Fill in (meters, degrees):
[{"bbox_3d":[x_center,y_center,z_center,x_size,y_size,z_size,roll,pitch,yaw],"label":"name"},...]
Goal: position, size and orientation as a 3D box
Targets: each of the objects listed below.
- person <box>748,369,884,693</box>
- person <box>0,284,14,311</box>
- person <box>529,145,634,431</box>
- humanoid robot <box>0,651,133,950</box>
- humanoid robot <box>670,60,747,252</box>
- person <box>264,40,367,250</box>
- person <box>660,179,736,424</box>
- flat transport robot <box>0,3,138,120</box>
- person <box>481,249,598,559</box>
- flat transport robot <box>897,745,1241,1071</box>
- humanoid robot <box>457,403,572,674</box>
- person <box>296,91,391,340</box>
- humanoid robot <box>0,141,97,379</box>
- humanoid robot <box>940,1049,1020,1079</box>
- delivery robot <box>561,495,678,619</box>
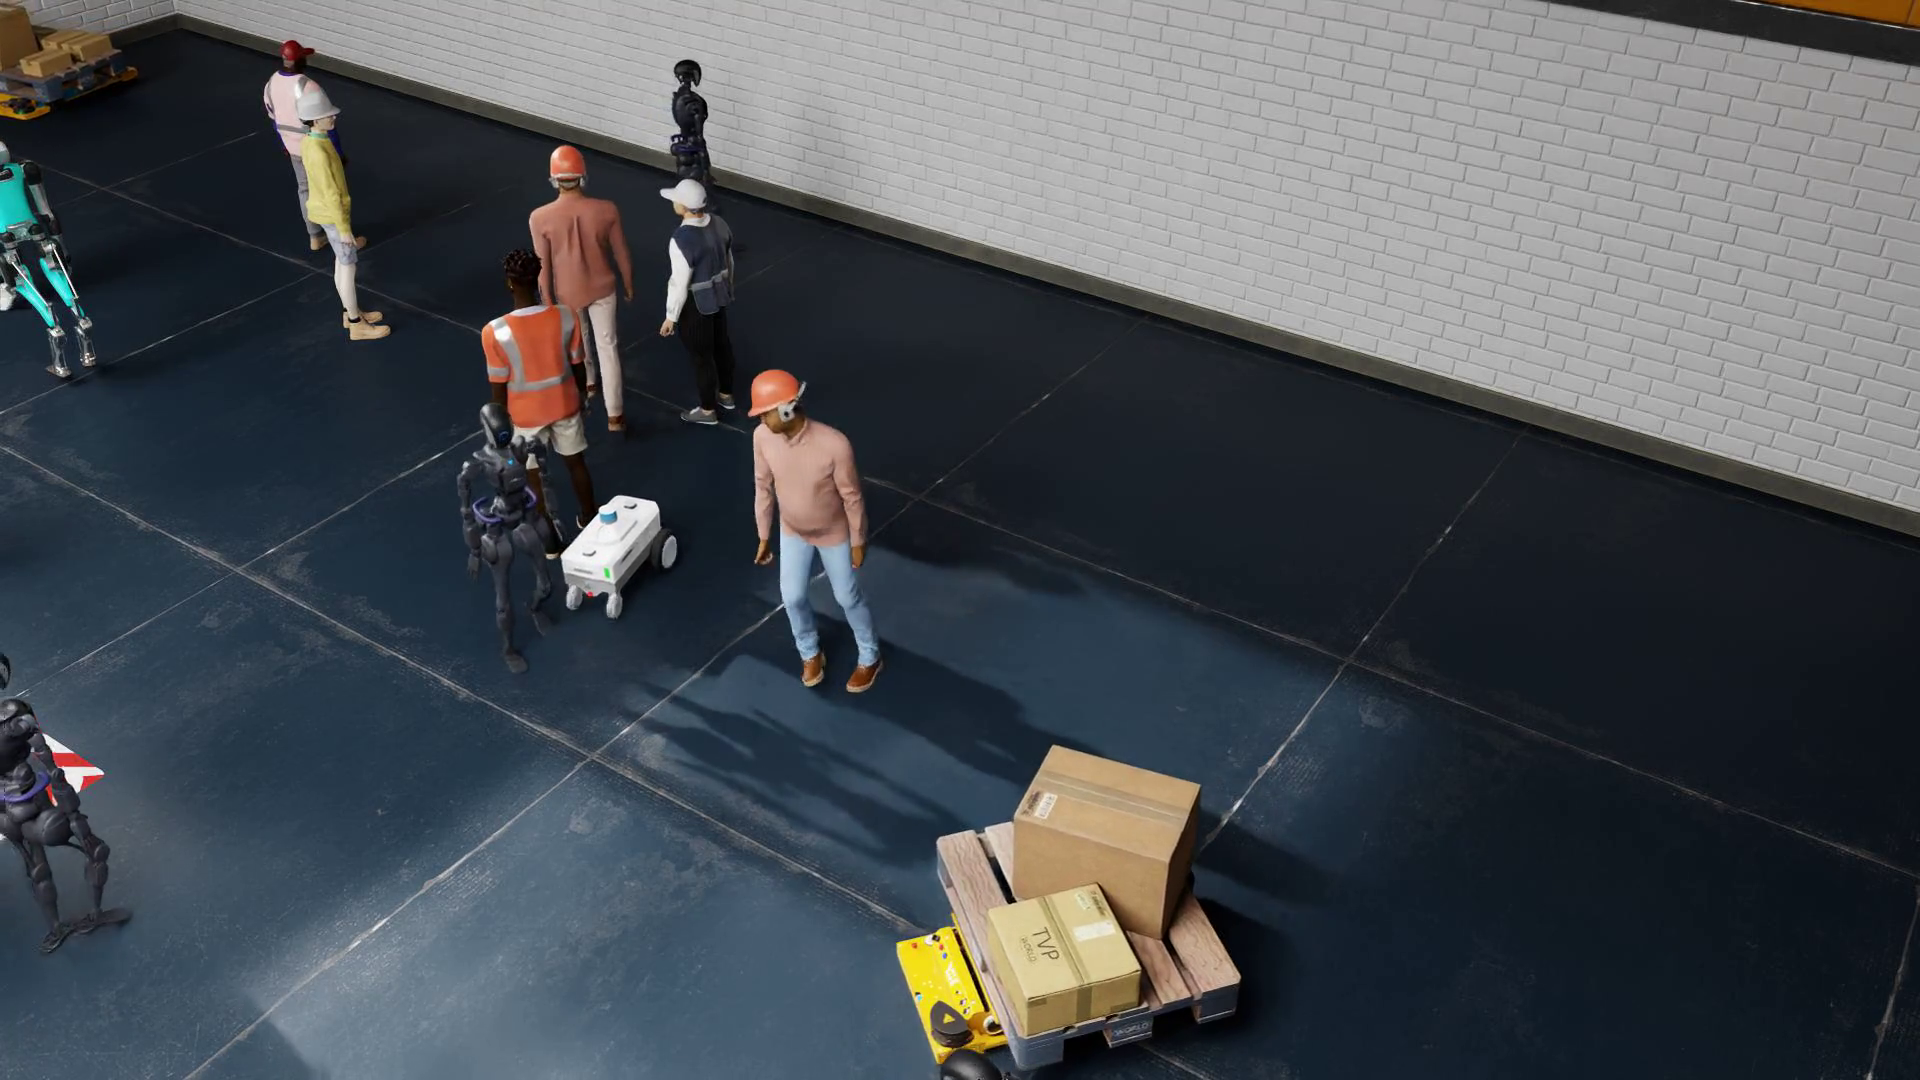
[{"bbox_3d":[-0.782,-0.035,8.858,0.648,1.943,0.480,13,37,18],"label":"person"},{"bbox_3d":[-7.526,-2.469,12.424,0.625,1.834,0.495,1,35,2],"label":"person"},{"bbox_3d":[-2.520,-1.707,11.243,0.646,1.948,1.001,-9,36,-13],"label":"person"},{"bbox_3d":[-4.141,1.145,7.398,0.608,1.649,0.406,13,37,18],"label":"humanoid robot"},{"bbox_3d":[-2.099,-3.085,13.447,0.575,1.647,0.590,-15,38,-20],"label":"humanoid robot"},{"bbox_3d":[-5.259,-3.189,13.527,0.622,1.750,0.419,15,38,20],"label":"person"},{"bbox_3d":[-1.742,-1.612,11.265,0.415,1.759,0.766,17,38,22],"label":"person"},{"bbox_3d":[-9.139,-4.605,16.844,0.659,0.231,1.431,14,37,19],"label":"flat transport robot"},{"bbox_3d":[-2.491,-0.802,9.949,0.608,1.953,0.404,-21,40,-27],"label":"person"},{"bbox_3d":[0.486,1.898,7.551,1.431,0.231,0.659,-10,36,-14],"label":"flat transport robot"},{"bbox_3d":[-2.472,-0.072,9.155,0.611,1.662,0.478,-27,43,-33],"label":"humanoid robot"},{"bbox_3d":[-4.596,-2.378,12.250,0.379,1.890,0.485,-16,38,-21],"label":"person"},{"bbox_3d":[-6.407,-1.892,11.571,0.533,1.677,0.735,-28,44,-34],"label":"humanoid robot"},{"bbox_3d":[0.082,2.322,5.723,0.314,1.645,0.615,18,39,23],"label":"humanoid robot"},{"bbox_3d":[-2.060,0.056,9.950,0.499,0.614,0.808,11,36,15],"label":"delivery robot"}]
